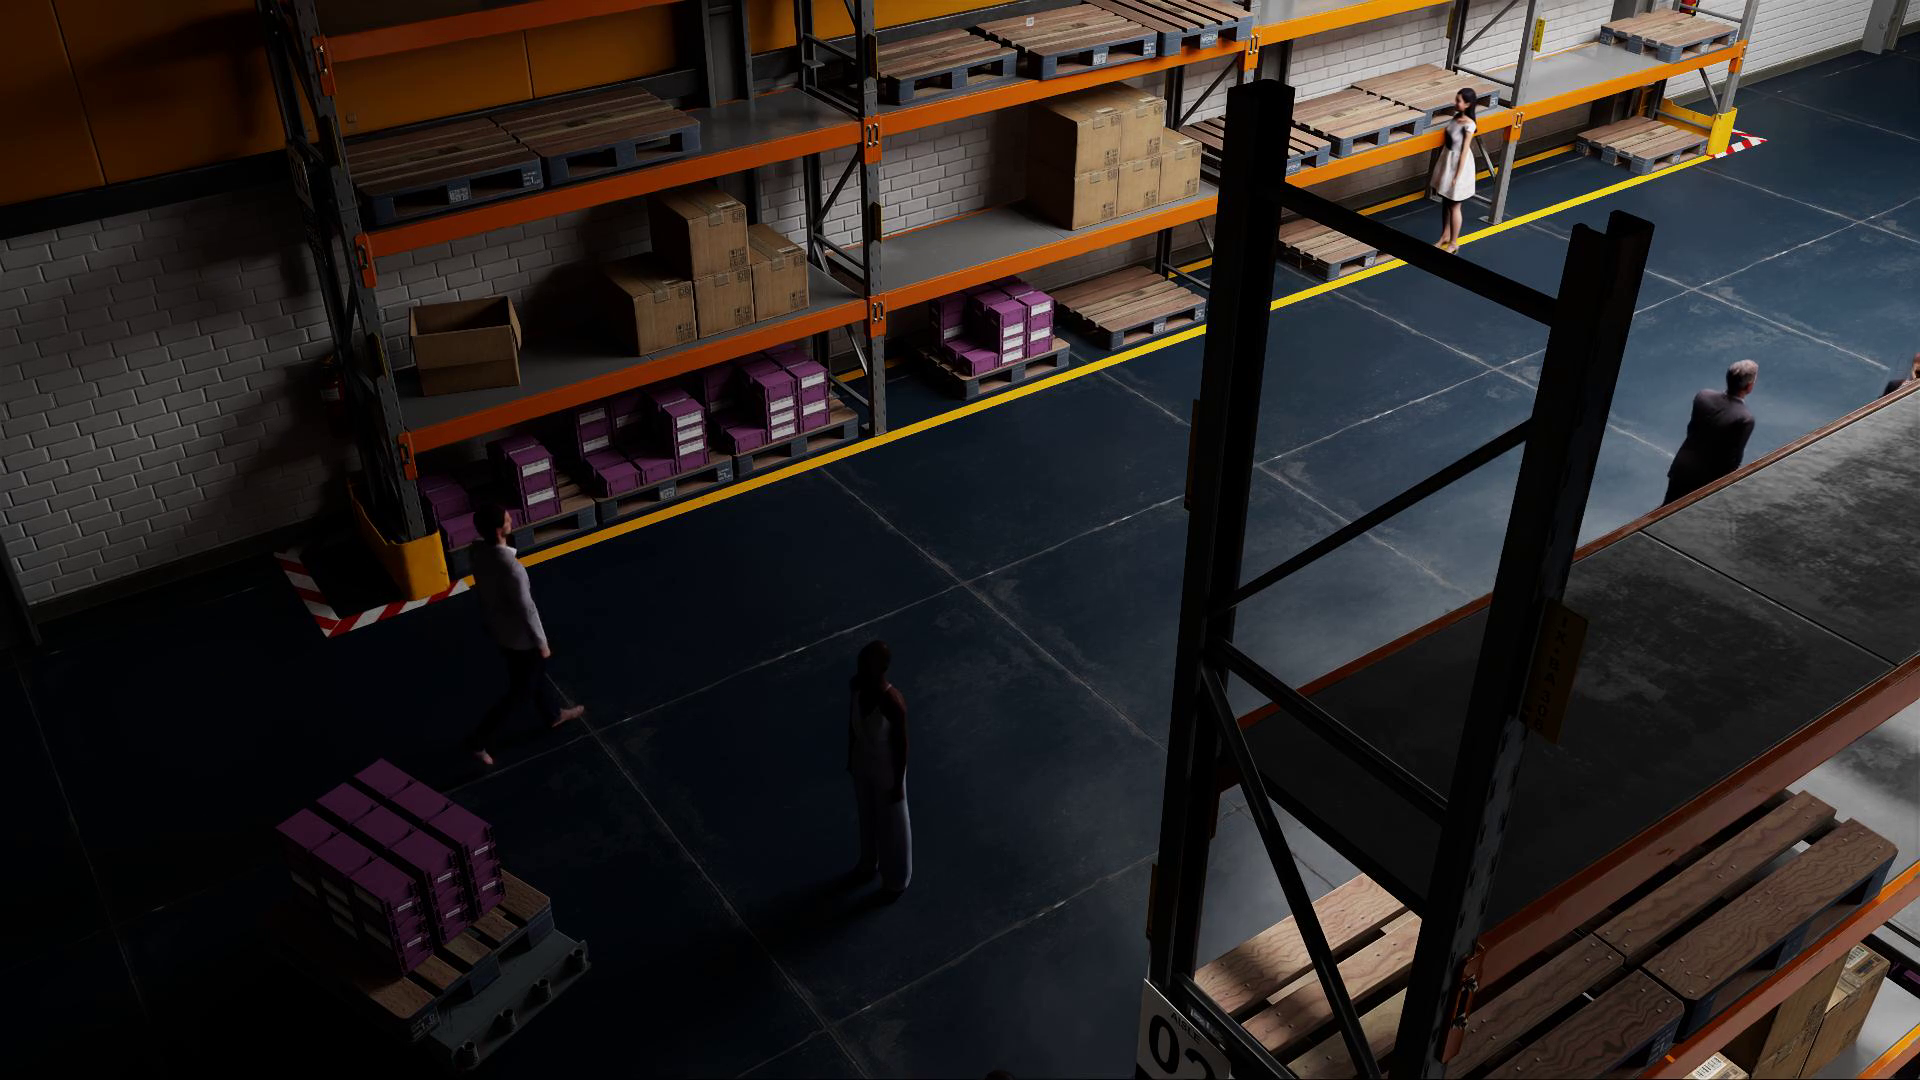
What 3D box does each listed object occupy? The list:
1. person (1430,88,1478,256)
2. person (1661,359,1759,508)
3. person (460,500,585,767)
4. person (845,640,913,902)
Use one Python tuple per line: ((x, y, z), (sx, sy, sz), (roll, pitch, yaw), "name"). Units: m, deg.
((5.061, -3.758, 17.019), (0.795, 1.769, 0.773), (-3, 34, -5), "person")
((5.298, -0.424, 11.996), (1.251, 1.778, 0.782), (-16, 37, -22), "person")
((-2.860, 0.608, 10.402), (1.152, 1.823, 0.732), (-25, 41, -33), "person")
((-0.453, 1.298, 9.401), (0.618, 1.783, 0.542), (28, 43, 35), "person")
